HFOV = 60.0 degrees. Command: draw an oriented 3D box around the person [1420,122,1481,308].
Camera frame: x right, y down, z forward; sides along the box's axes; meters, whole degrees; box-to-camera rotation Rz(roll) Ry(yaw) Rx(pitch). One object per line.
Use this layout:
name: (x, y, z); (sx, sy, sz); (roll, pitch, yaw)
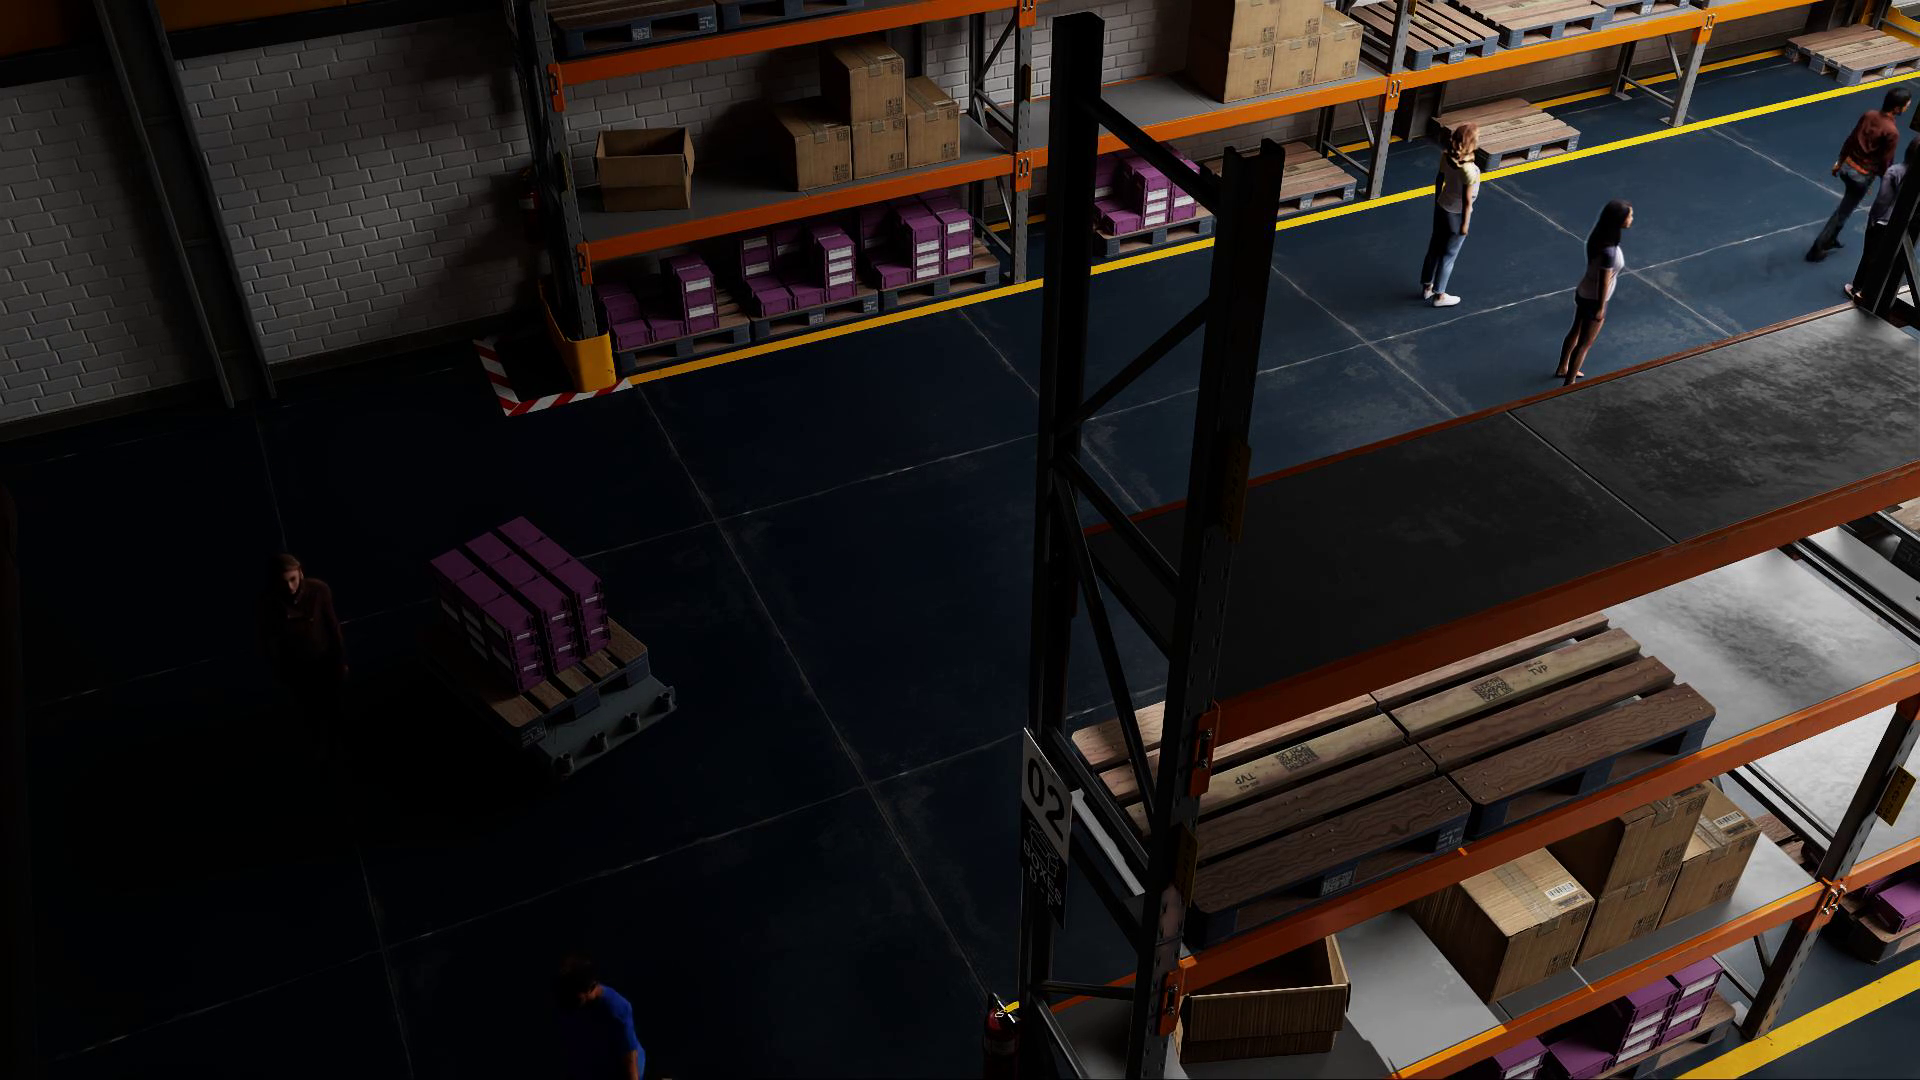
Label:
person: (4.329, -2.870, 14.661); (0.537, 1.723, 0.617); (-15, 41, -18)

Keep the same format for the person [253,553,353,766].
person: (-4.013, 0.681, 10.240); (0.610, 1.691, 0.718); (-22, 43, -25)

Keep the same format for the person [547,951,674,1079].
person: (-1.602, 2.464, 7.908); (1.187, 1.813, 1.273); (14, 41, 17)

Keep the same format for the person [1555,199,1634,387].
person: (5.191, -2.011, 13.598); (0.684, 1.705, 0.674); (4, 39, 5)

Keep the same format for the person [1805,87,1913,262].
person: (8.127, -3.299, 15.176); (0.765, 1.751, 0.744); (-12, 40, -14)

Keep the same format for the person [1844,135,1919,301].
person: (8.291, -2.846, 14.726); (0.784, 1.603, 0.861); (6, 39, 8)
